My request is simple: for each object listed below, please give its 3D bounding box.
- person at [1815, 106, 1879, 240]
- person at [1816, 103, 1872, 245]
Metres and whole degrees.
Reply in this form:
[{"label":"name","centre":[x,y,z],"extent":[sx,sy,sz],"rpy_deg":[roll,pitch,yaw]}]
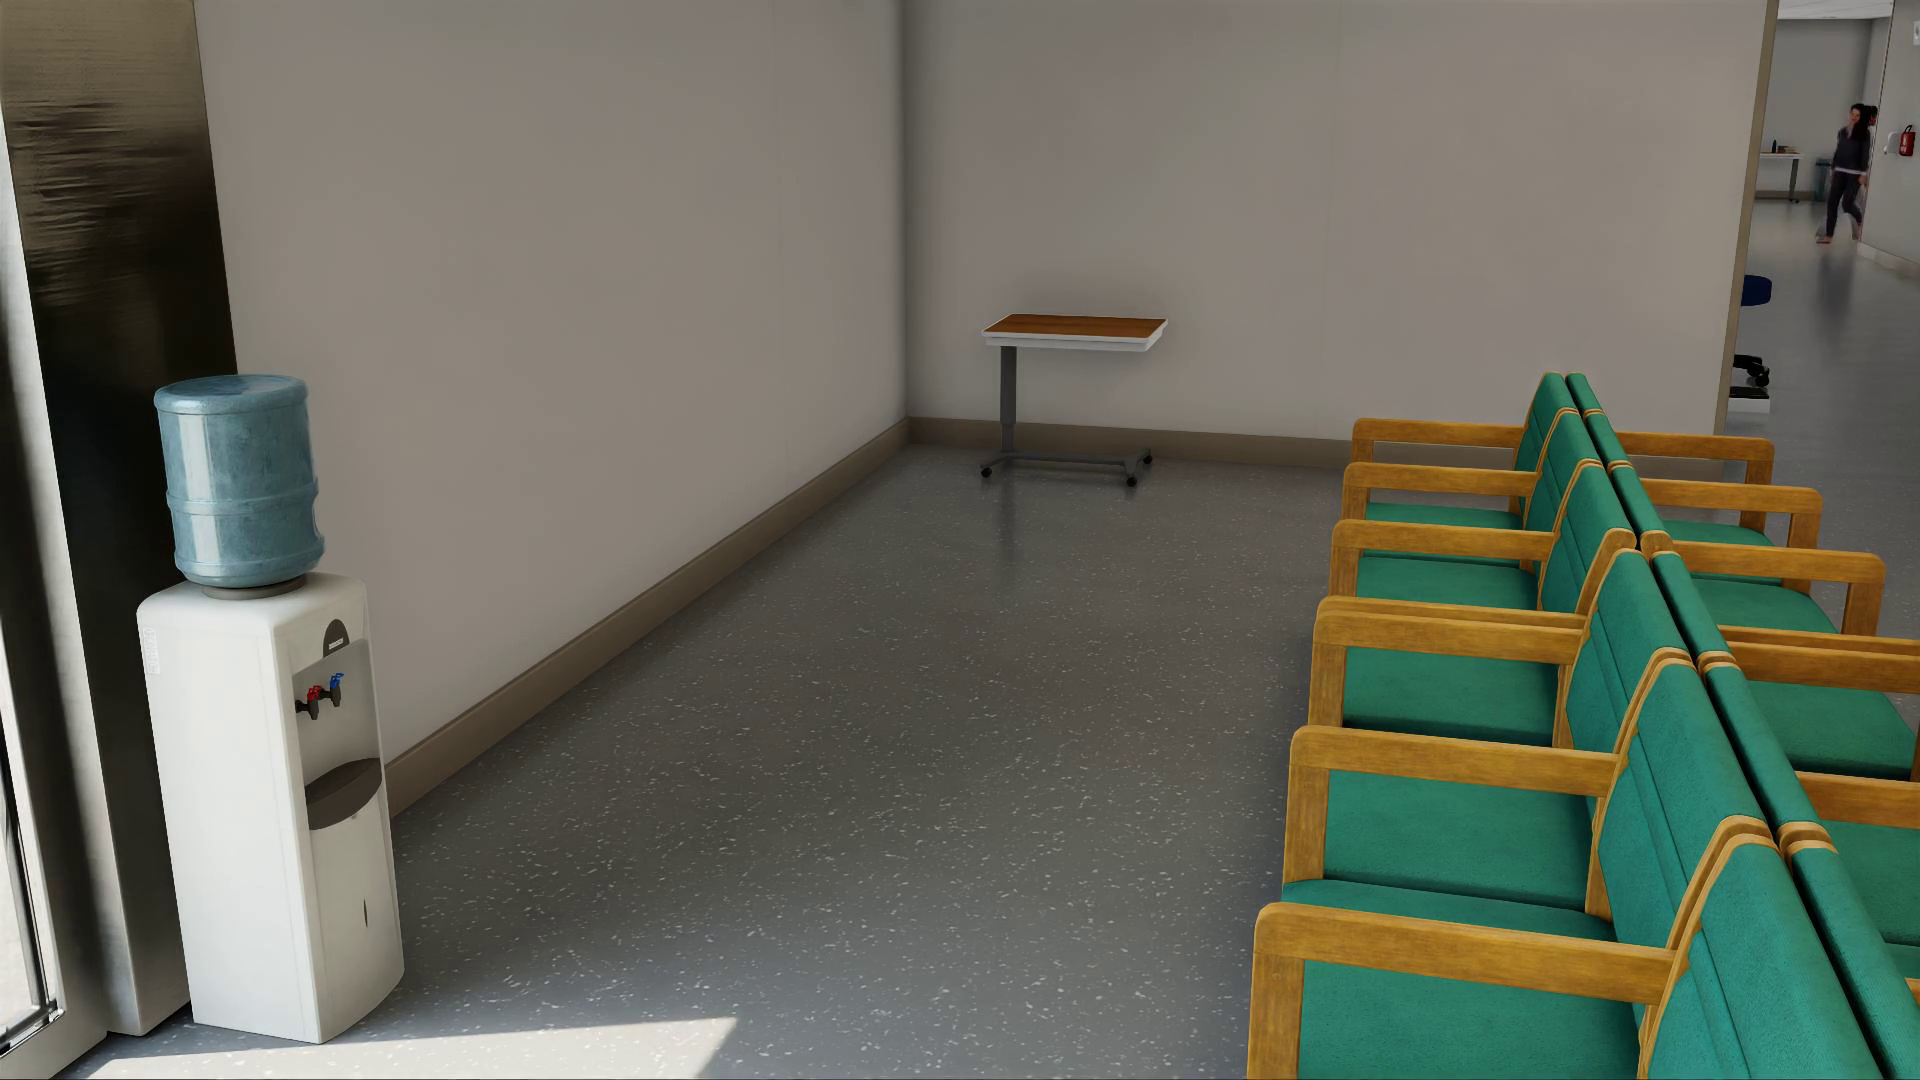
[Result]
[{"label":"person","centre":[11.417,-4.690,21.402],"extent":[1.053,1.695,0.801],"rpy_deg":[0,16,2]},{"label":"person","centre":[11.292,-4.607,21.009],"extent":[1.023,1.749,0.951],"rpy_deg":[-6,17,-20]}]
